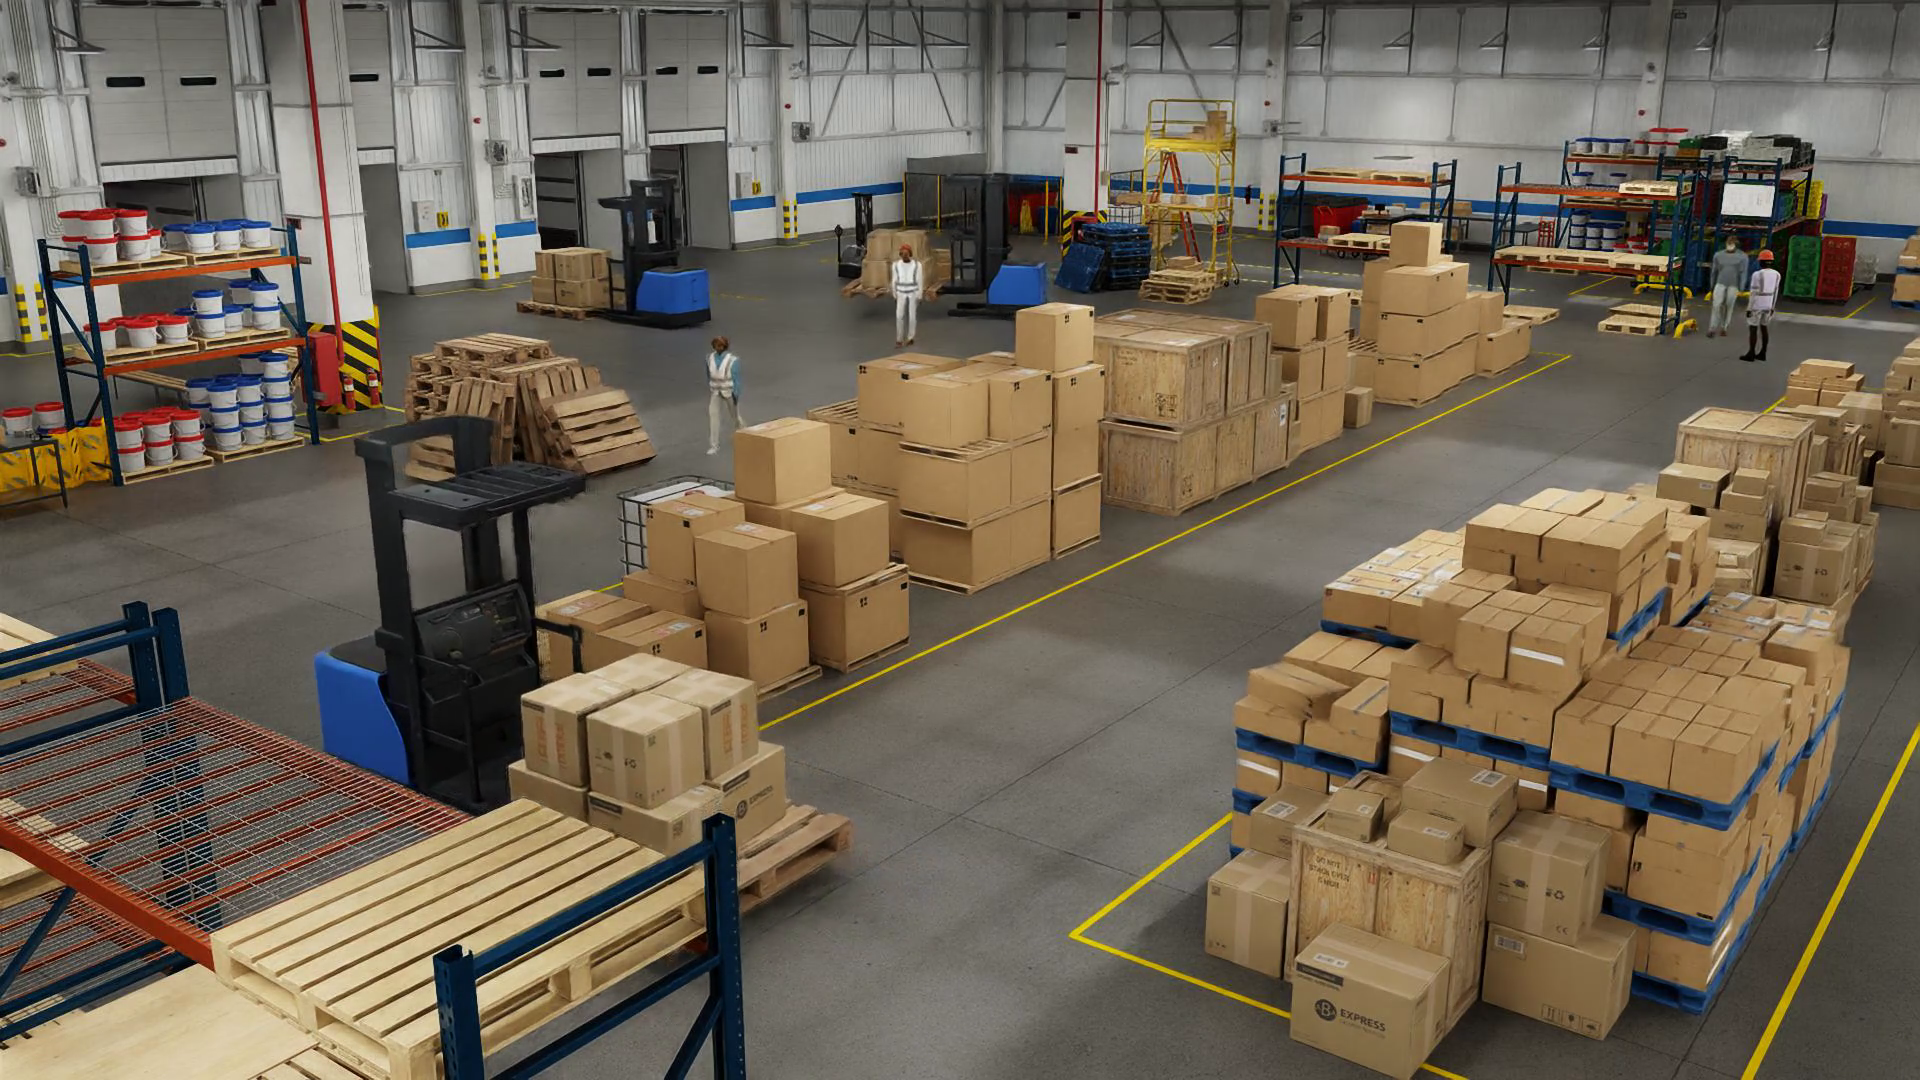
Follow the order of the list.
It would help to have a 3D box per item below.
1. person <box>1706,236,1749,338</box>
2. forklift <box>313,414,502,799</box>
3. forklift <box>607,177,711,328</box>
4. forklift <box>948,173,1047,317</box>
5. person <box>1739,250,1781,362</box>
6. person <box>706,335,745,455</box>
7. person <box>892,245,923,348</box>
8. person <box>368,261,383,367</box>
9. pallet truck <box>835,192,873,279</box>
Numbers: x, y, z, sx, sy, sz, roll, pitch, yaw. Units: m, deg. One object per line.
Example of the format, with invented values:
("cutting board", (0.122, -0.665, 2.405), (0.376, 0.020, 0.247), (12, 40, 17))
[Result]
("person", (14.280, -4.698, 30.985), (0.641, 1.895, 0.968), (10, 19, 29))
("forklift", (-3.740, 0.540, 11.987), (1.873, 2.768, 1.129), (11, 20, 33))
("forklift", (-5.919, -5.658, 32.509), (1.873, 2.768, 1.129), (12, 21, 35))
("forklift", (0.771, -5.916, 33.364), (1.873, 2.768, 1.129), (3, 17, 10))
("person", (13.883, -4.062, 28.855), (0.544, 1.928, 0.385), (-5, 18, -16))
("person", (-3.183, -2.013, 22.635), (0.519, 1.596, 0.862), (5, 18, 17))
("person", (-0.963, -4.384, 30.047), (0.582, 1.849, 0.851), (3, 17, 8))
("person", (-10.147, -3.852, 28.155), (0.527, 1.922, 0.573), (3, 17, 11))
("pallet truck", (-1.936, -7.159, 38.982), (1.885, 1.965, 0.823), (-12, 21, -34))
